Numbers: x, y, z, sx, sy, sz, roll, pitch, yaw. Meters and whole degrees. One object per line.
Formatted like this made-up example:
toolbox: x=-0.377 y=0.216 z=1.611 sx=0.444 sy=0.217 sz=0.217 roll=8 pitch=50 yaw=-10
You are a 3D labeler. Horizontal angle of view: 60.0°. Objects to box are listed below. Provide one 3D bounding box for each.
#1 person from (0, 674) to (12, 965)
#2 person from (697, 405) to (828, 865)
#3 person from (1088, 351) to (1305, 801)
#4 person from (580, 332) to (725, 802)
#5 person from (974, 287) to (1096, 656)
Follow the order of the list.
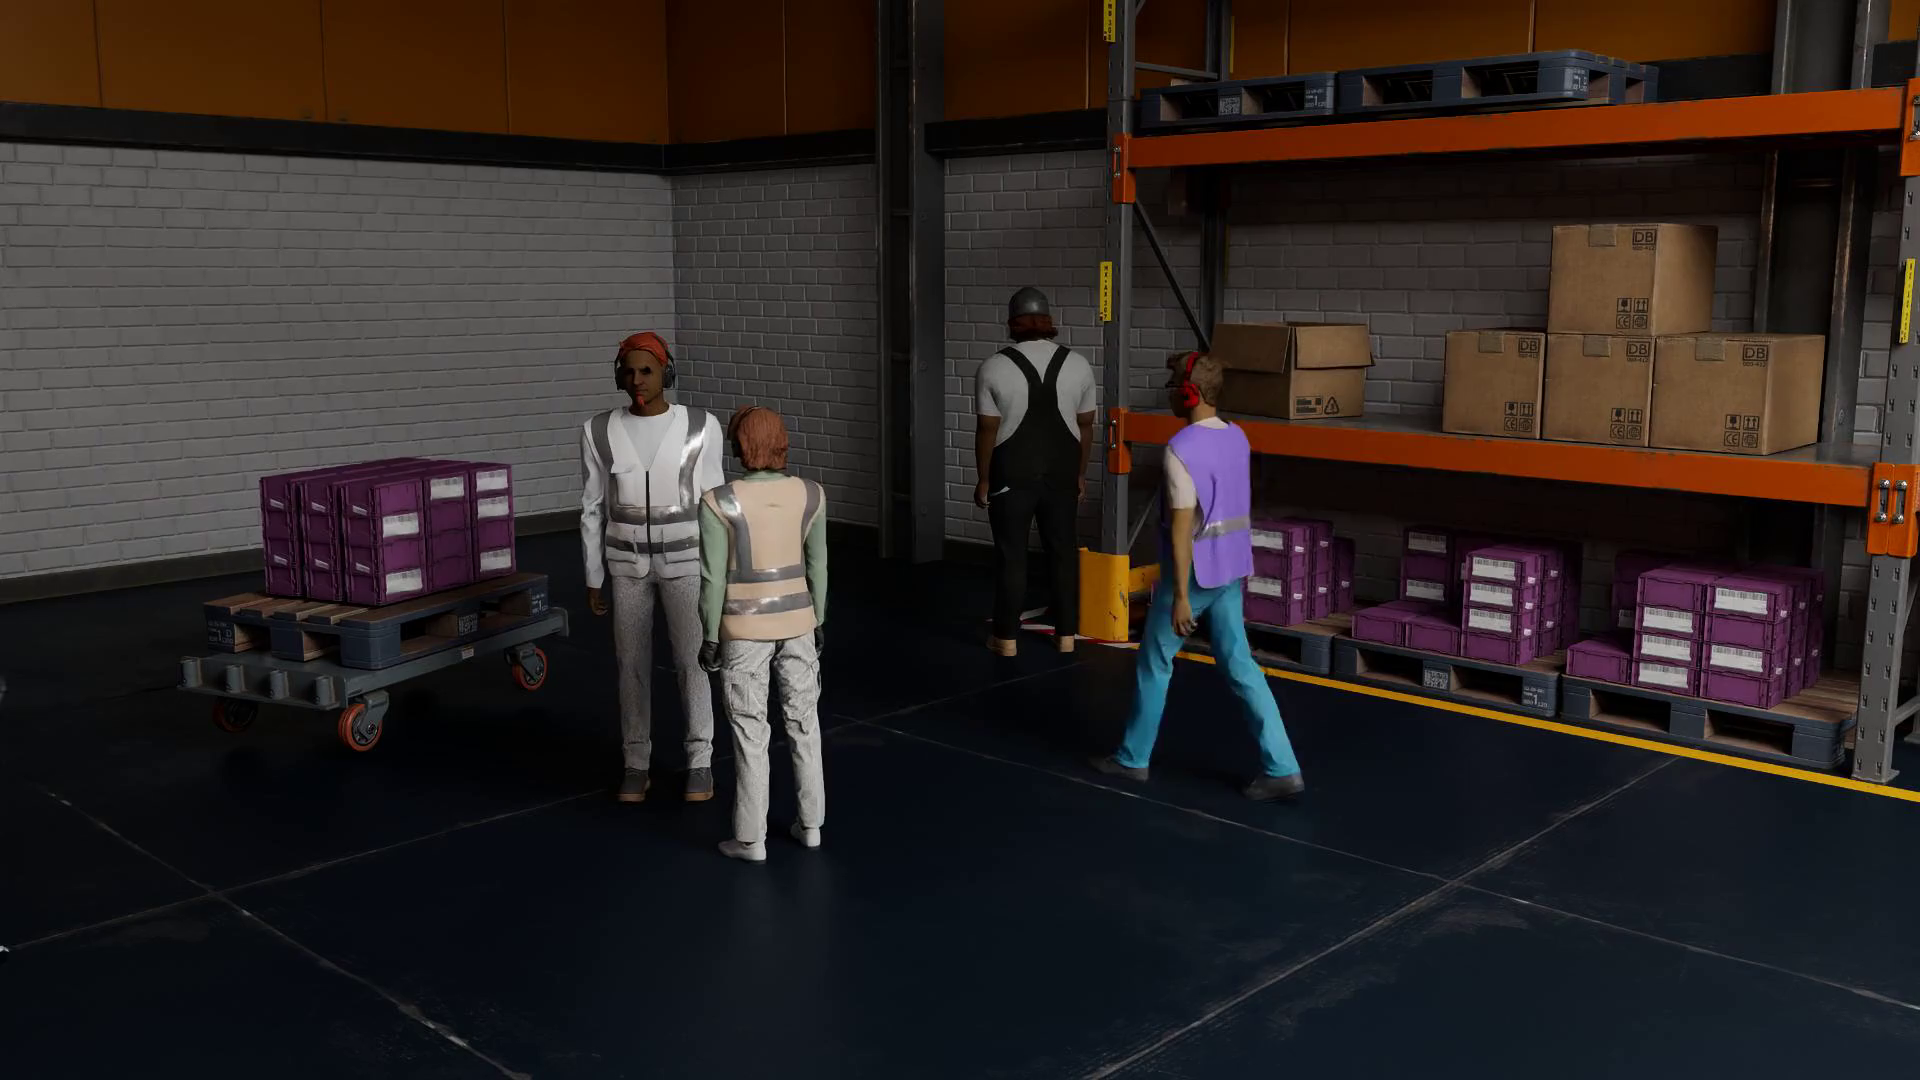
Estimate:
person: x=-3.245 y=0.400 z=4.971 sx=1.038 sy=1.841 sz=0.641 roll=3 pitch=10 yaw=18
person: x=-0.699 y=0.340 z=5.952 sx=0.515 sy=1.640 sz=0.315 roll=-6 pitch=11 yaw=-33
person: x=0.986 y=0.146 z=6.658 sx=0.952 sy=1.804 sz=0.581 roll=8 pitch=12 yaw=40
person: x=-1.212 y=0.119 z=6.610 sx=0.578 sy=1.878 sz=0.346 roll=0 pitch=9 yaw=0
person: x=0.379 y=-0.384 z=9.169 sx=0.676 sy=2.000 sz=0.536 roll=-2 pitch=10 yaw=-14
